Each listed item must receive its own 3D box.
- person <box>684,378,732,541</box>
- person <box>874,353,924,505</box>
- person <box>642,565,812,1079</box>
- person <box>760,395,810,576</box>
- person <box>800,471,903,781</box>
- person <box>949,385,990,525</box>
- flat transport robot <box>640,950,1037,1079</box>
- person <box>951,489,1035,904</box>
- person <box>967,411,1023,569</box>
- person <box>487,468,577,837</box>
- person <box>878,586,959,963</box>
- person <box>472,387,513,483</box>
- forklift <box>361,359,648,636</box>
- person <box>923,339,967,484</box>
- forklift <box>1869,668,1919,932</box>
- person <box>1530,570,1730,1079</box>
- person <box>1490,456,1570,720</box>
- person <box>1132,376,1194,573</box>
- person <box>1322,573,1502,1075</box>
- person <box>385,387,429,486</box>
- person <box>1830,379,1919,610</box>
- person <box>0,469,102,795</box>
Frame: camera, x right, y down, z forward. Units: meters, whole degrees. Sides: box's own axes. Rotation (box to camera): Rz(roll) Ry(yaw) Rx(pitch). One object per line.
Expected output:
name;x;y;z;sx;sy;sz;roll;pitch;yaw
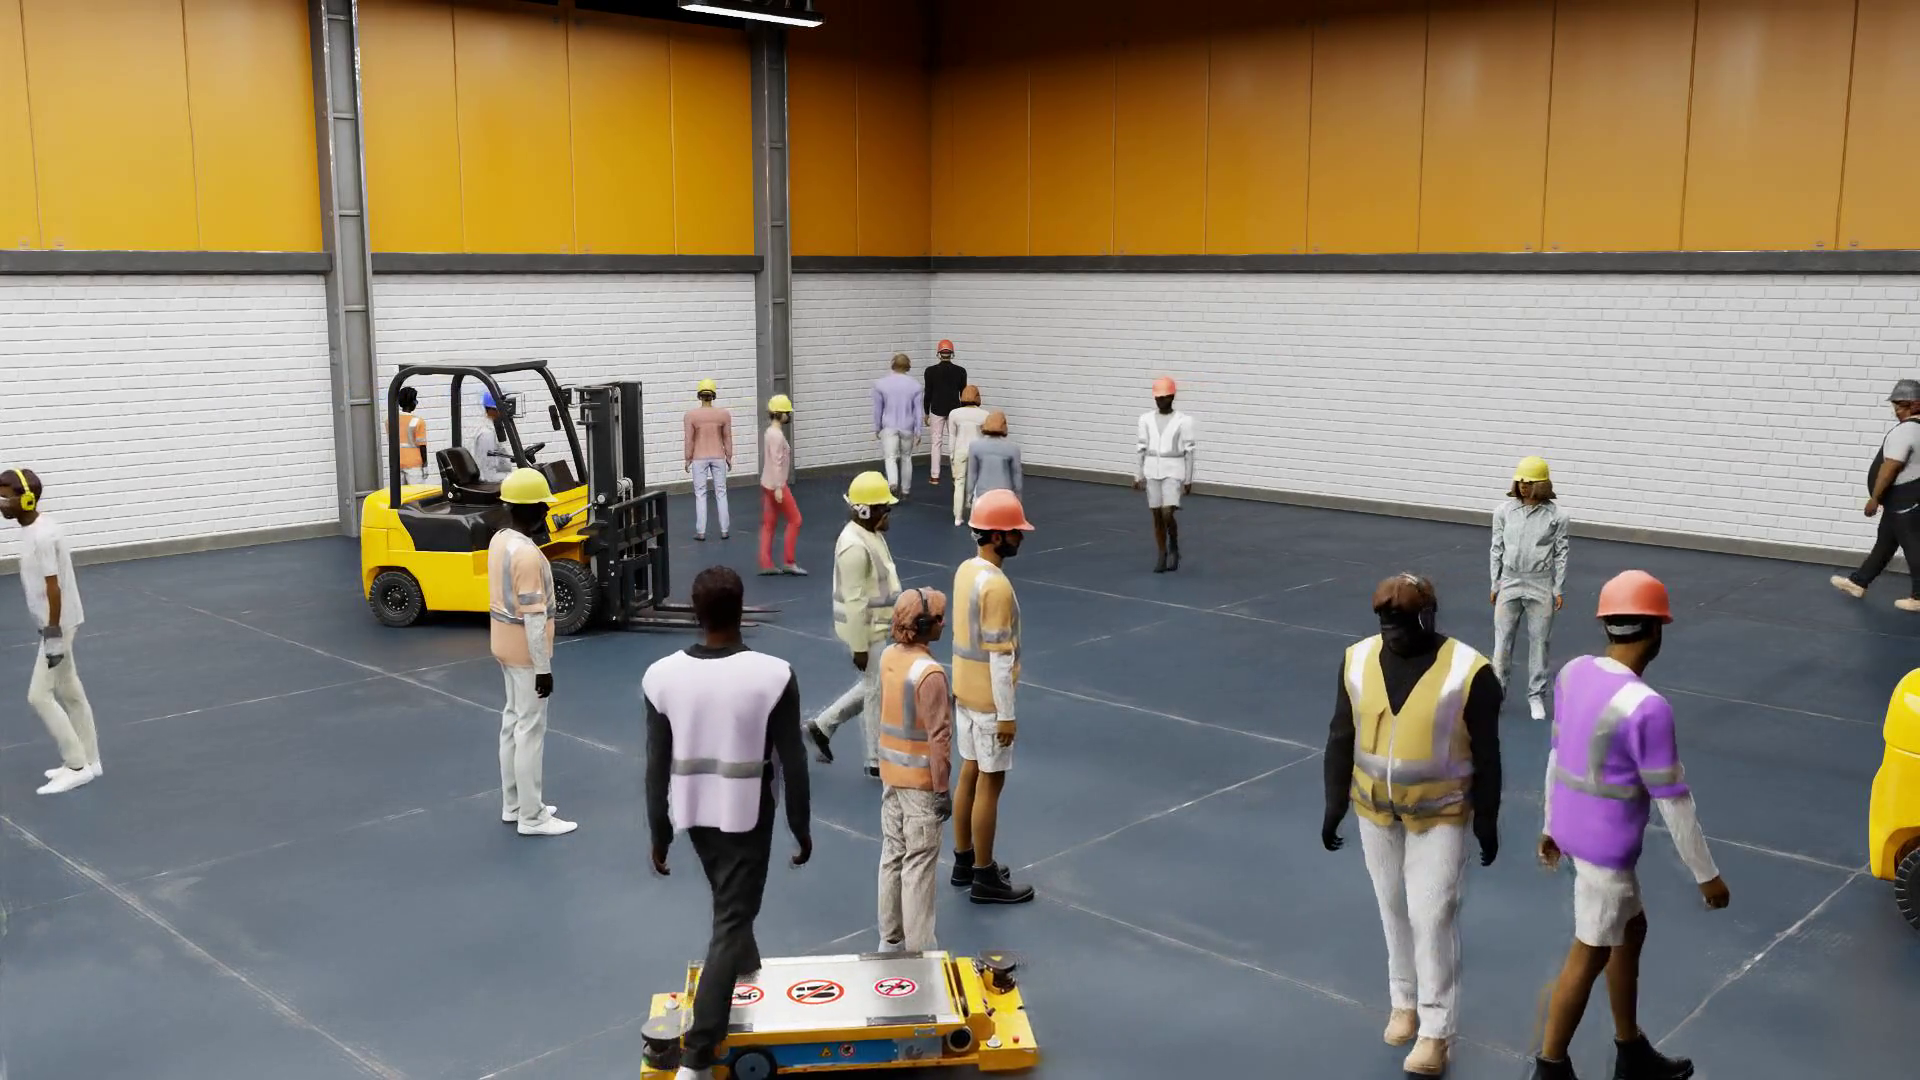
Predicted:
person;-2.744;-0.874;18.112;0.533;1.767;0.326;-3;10;-19
person;-0.765;-1.401;20.929;0.630;1.910;0.884;-1;9;-4
person;-0.877;1.034;6.115;0.601;1.877;0.999;3;10;17
person;-1.659;-0.516;15.938;0.591;1.747;0.547;-3;10;-15
person;-0.581;0.499;9.544;0.616;1.811;0.604;1;9;3
person;0.114;-0.968;19.119;0.494;1.624;0.283;2;9;11
flat transport robot;-0.464;1.796;6.311;1.431;0.197;0.652;-1;9;-6
person;0.154;0.723;7.795;0.378;1.936;0.548;-3;10;-17
person;0.338;-0.424;15.823;0.526;1.610;0.628;1;9;7
person;-2.255;0.581;8.695;0.366;1.926;0.594;-6;11;-31
person;-0.184;1.007;6.968;0.310;1.638;0.523;-5;10;-27
person;-4.243;-0.463;15.236;1.014;1.884;0.620;-1;9;-6
forklift;-3.850;-0.407;13.936;2.313;2.155;1.214;2;9;11
person;-0.197;-1.753;22.835;0.617;1.990;0.402;-1;9;-8
forklift;5.205;0.723;7.013;2.313;2.155;1.214;9;13;43
person;2.318;1.060;5.788;0.730;1.906;0.581;0;9;-2
person;3.720;0.313;10.913;0.487;1.741;0.312;4;10;25
person;1.958;-0.625;16.105;0.556;1.918;0.429;5;11;29
person;1.626;1.047;6.192;0.643;1.824;0.718;7;12;38
person;-5.945;-0.806;17.931;0.530;1.689;0.321;4;10;23
person;8.125;-0.426;14.524;0.705;2.000;0.990;-8;12;-41
person;-5.156;0.509;9.422;0.438;1.843;0.552;-7;12;-37
